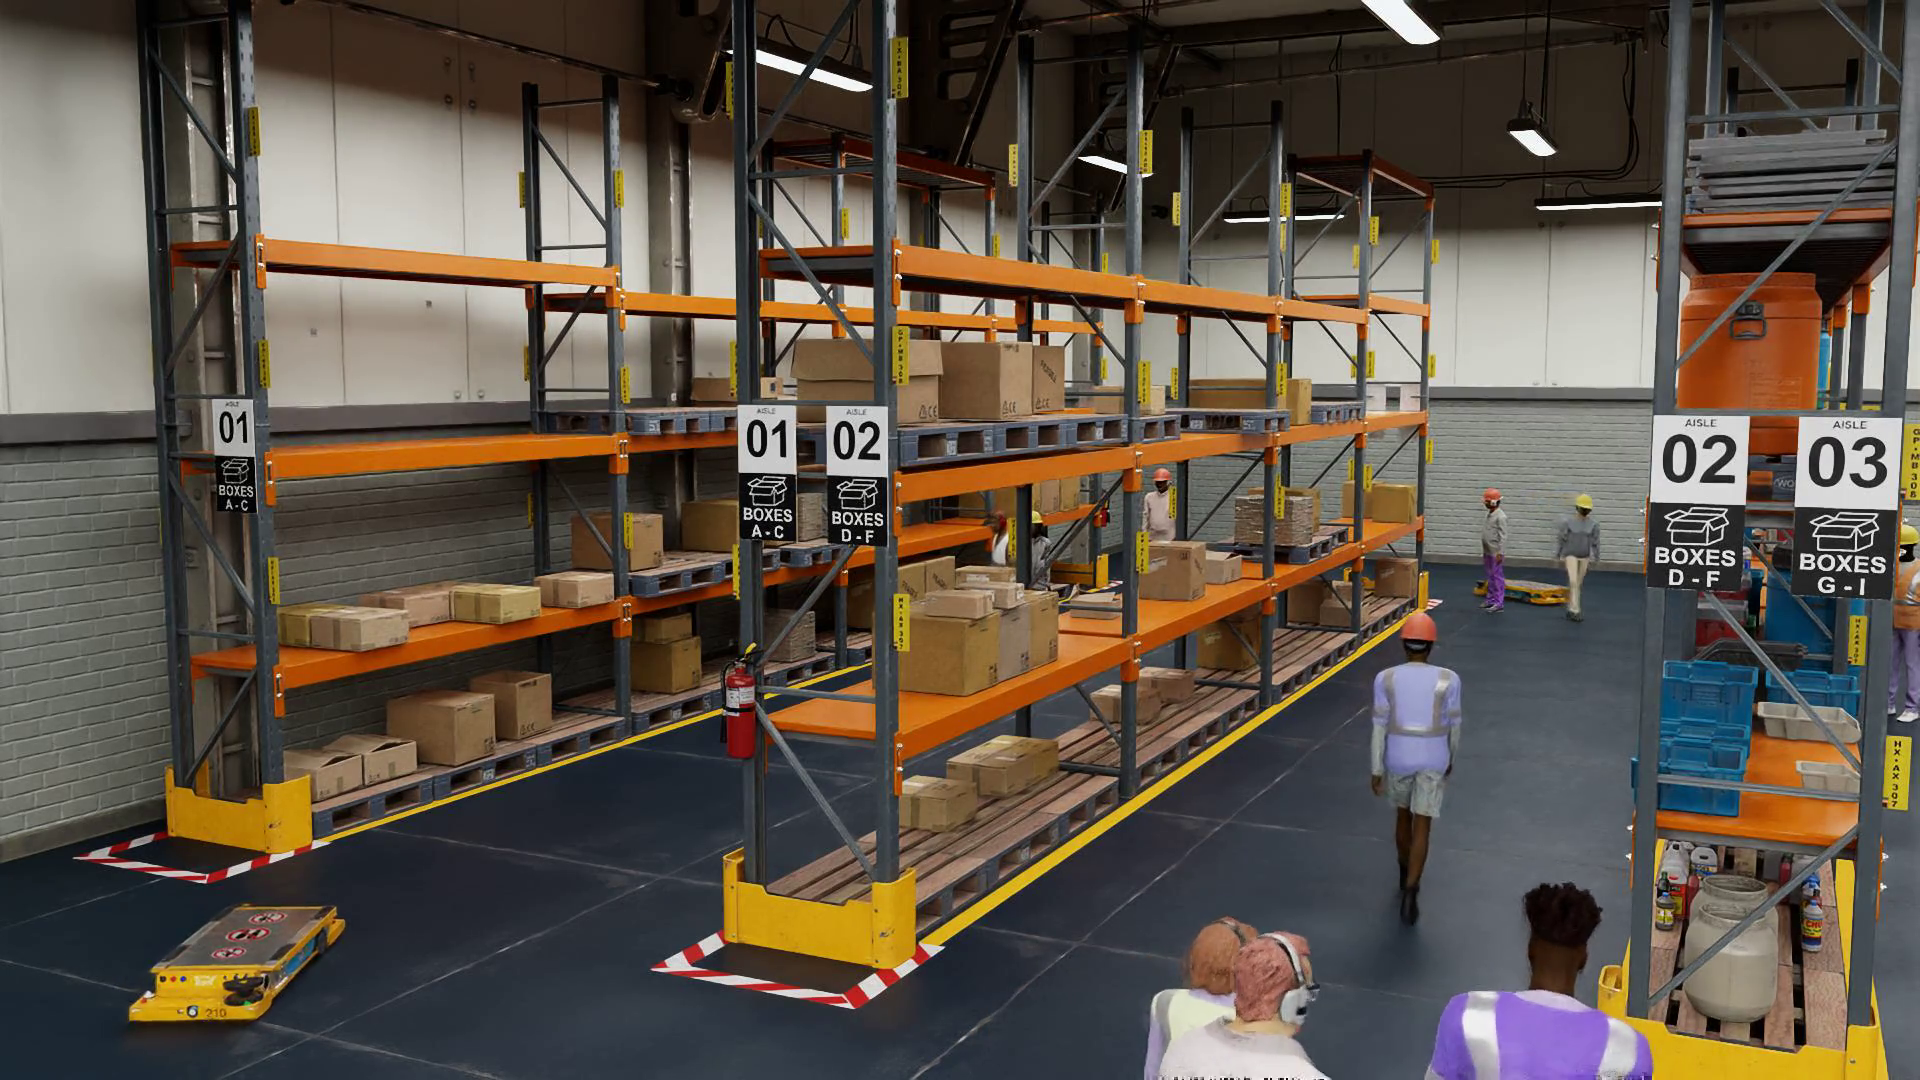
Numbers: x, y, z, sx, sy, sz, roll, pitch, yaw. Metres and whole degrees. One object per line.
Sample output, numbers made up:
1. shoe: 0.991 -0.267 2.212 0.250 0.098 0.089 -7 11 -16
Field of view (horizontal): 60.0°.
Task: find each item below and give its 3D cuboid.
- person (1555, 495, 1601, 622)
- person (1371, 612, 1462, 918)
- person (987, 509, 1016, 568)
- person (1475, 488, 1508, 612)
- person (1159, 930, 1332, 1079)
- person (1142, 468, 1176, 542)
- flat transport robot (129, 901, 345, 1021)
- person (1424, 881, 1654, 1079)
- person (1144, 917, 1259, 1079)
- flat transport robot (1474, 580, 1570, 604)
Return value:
1. person: 8.394 0.253 22.500 0.546 1.718 0.802 -1 6 -6
2. person: 2.902 1.404 10.602 0.538 1.888 0.974 3 6 25
3. person: 0.553 0.534 19.456 0.470 1.810 0.705 -1 6 -13
4. person: 7.525 0.141 23.507 0.340 1.748 0.563 -1 6 -5
5. person: 0.831 2.016 4.585 0.393 1.894 0.692 -5 7 -38
6. person: 2.924 -0.043 24.129 0.608 1.995 0.377 3 6 25
7. flat transport robot: -4.009 2.332 9.327 0.652 0.197 1.431 0 6 -2
8. person: 1.630 1.980 4.805 0.694 1.929 0.857 1 6 14
9. person: 0.901 2.060 5.596 0.541 1.589 0.883 6 8 43
10. flat transport robot: 8.383 0.756 24.650 0.652 0.197 1.431 -3 7 -27
